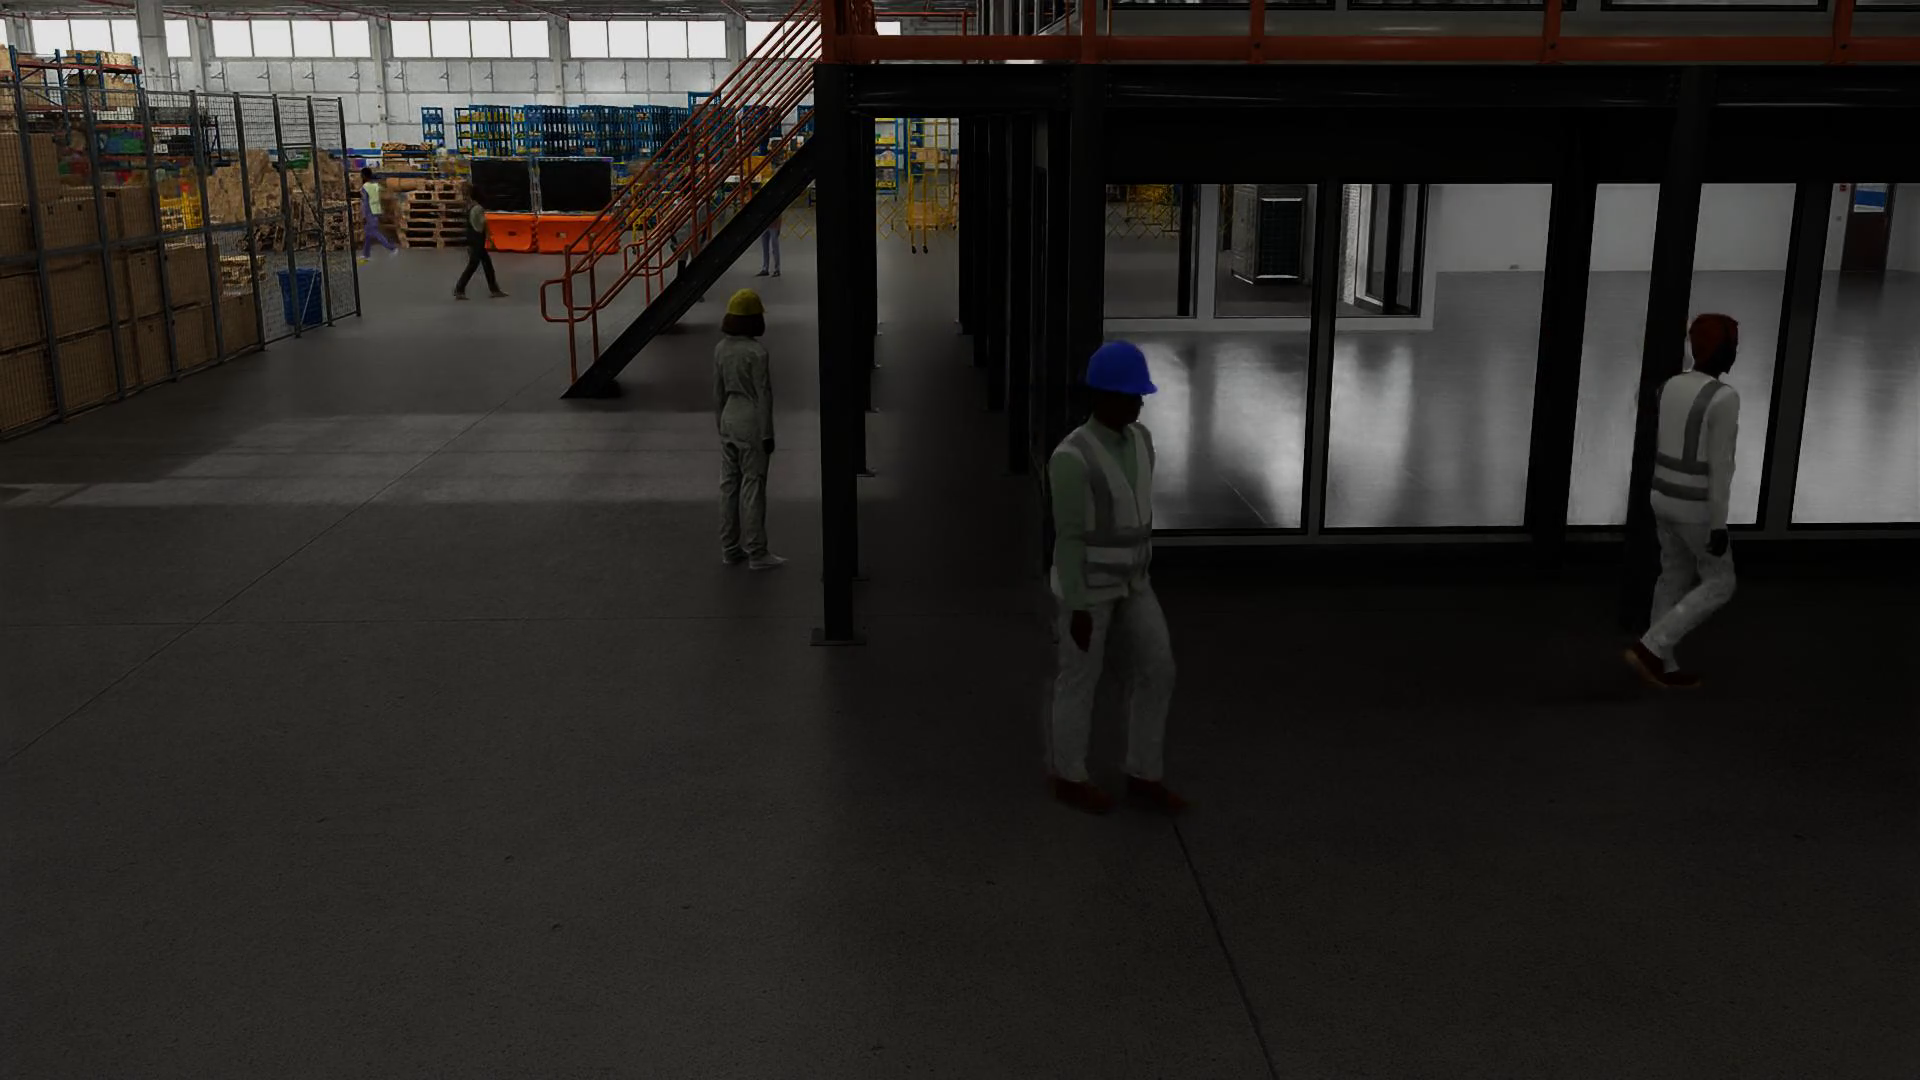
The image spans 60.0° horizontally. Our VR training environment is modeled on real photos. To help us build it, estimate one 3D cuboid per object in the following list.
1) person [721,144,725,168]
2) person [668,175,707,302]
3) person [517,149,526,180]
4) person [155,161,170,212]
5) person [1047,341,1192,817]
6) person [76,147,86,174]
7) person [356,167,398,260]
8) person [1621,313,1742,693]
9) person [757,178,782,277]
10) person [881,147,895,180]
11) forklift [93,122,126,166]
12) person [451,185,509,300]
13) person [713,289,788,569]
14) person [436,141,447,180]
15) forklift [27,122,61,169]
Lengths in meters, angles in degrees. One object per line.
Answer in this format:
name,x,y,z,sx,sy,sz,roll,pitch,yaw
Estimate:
person,-12.319,-19.492,85.497,0.952,1.770,0.584,-5,15,-19
person,-4.238,-4.703,25.983,0.607,1.965,0.366,-3,14,-13
person,-18.134,-15.297,68.841,0.926,1.716,0.539,-4,15,-16
person,-24.882,-11.006,51.877,0.352,1.622,0.518,3,14,12
person,0.646,0.192,6.493,0.714,1.924,0.651,12,19,40
person,-33.060,-13.875,62.797,0.972,1.884,0.572,-11,18,-36
person,-11.987,-6.675,34.052,0.905,1.887,0.601,1,14,5
person,3.496,-0.149,7.978,0.443,1.866,0.604,-2,14,-7
person,-3.487,-5.699,30.371,0.524,1.769,0.314,8,16,30
person,-2.984,-15.370,68.753,0.638,1.903,0.408,-10,17,-36
forklift,-37.910,-17.088,73.630,1.129,2.768,1.873,-1,14,-2
person,-7.686,-4.707,26.352,0.960,1.805,0.521,-10,17,-34
person,-1.330,-0.692,10.405,0.486,1.744,0.310,13,19,41
person,-25.283,-18.498,81.239,0.654,1.903,0.576,-12,18,-40
forklift,-35.376,-14.773,64.377,1.129,2.768,1.873,-1,14,-2
